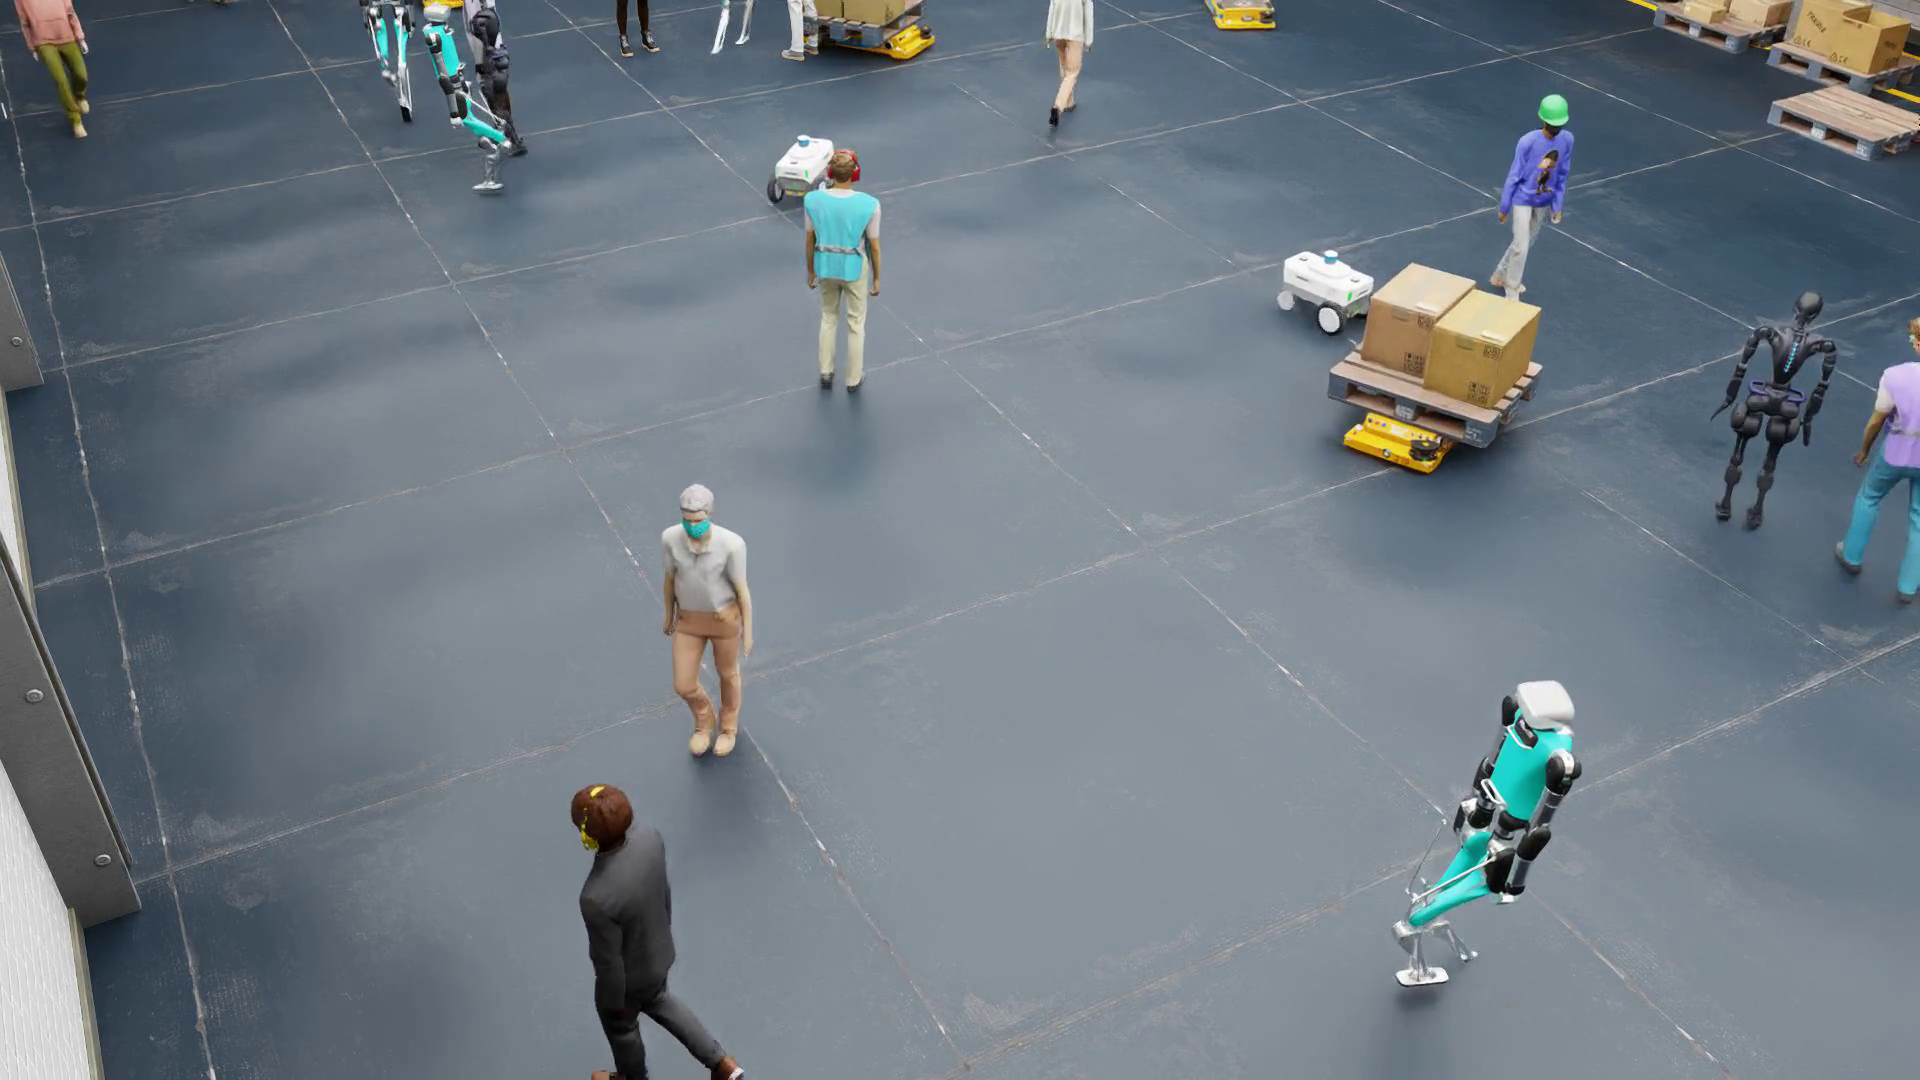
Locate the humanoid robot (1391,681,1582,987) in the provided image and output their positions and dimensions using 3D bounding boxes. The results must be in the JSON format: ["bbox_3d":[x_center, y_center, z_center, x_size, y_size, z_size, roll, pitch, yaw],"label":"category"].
[{"bbox_3d":[2.210,1.416,7.446,0.811,1.795,0.541,-6,35,-8],"label":"humanoid robot"}]

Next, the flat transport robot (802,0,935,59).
[{"bbox_3d":[-1.071,-5.752,18.929,1.431,0.231,0.659,16,38,21],"label":"flat transport robot"}]

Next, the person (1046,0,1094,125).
[{"bbox_3d":[1.066,-5.006,16.672,0.490,1.643,0.743,18,39,24],"label":"person"}]

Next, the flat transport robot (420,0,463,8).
[{"bbox_3d":[-6.390,-6.812,20.441,0.659,0.231,1.431,-17,39,-23],"label":"flat transport robot"}]

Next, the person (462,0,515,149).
[{"bbox_3d":[-4.617,-4.747,16.051,0.383,1.929,0.543,1,35,1],"label":"person"}]

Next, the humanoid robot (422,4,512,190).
[{"bbox_3d":[-4.366,-3.916,15.112,0.743,1.883,0.539,-3,35,-4],"label":"humanoid robot"}]

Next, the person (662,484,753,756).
[{"bbox_3d":[-1.347,0.461,8.779,0.522,1.732,0.448,4,35,6],"label":"person"}]

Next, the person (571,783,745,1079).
[{"bbox_3d":[-1.302,1.735,6.862,0.653,1.854,0.497,14,37,19],"label":"person"}]

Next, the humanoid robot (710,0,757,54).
[{"bbox_3d":[-2.567,-6.352,18.517,0.561,1.775,0.918,11,36,15],"label":"humanoid robot"}]

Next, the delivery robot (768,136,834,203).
[{"bbox_3d":[-1.435,-3.423,15.362,0.499,0.604,0.808,9,36,13],"label":"delivery robot"}]

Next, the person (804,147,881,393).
[{"bbox_3d":[-0.851,-1.946,12.155,0.570,1.819,0.444,7,36,10],"label":"person"}]

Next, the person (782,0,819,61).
[{"bbox_3d":[-1.781,-6.214,18.186,0.356,1.879,0.573,25,42,32],"label":"person"}]

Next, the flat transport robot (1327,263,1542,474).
[{"bbox_3d":[3.404,-0.957,12.082,0.659,0.231,1.431,23,41,29],"label":"flat transport robot"}]

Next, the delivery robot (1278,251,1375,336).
[{"bbox_3d":[2.954,-2.030,13.353,0.499,0.581,0.768,-27,43,-33],"label":"delivery robot"}]

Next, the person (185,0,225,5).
[{"bbox_3d":[-9.203,-7.230,19.826,0.791,1.657,0.523,10,36,13],"label":"person"}]

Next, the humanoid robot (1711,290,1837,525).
[{"bbox_3d":[5.186,-0.841,10.689,0.597,1.648,0.317,12,37,17],"label":"humanoid robot"}]

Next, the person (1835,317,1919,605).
[{"bbox_3d":[5.753,-0.491,10.081,0.606,1.801,0.595,9,36,13],"label":"person"}]

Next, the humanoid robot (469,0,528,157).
[{"bbox_3d":[-4.455,-4.544,15.981,0.380,1.638,0.589,-7,36,-10],"label":"humanoid robot"}]

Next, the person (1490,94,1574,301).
[{"bbox_3d":[4.522,-2.719,13.249,0.488,1.836,0.687,-10,36,-14],"label":"person"}]

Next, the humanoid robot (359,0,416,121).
[{"bbox_3d":[-5.765,-5.133,16.786,0.554,1.786,0.930,-7,36,-10],"label":"humanoid robot"}]

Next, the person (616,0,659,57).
[{"bbox_3d":[-3.628,-6.335,18.283,0.611,1.963,0.361,-20,40,-26],"label":"person"}]

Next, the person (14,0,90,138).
[{"bbox_3d":[-8.933,-4.934,16.412,0.533,1.811,0.620,-21,40,-27],"label":"person"}]

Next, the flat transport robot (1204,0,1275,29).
[{"bbox_3d":[3.301,-6.407,19.864,0.659,0.231,1.431,-2,35,-3],"label":"flat transport robot"}]
